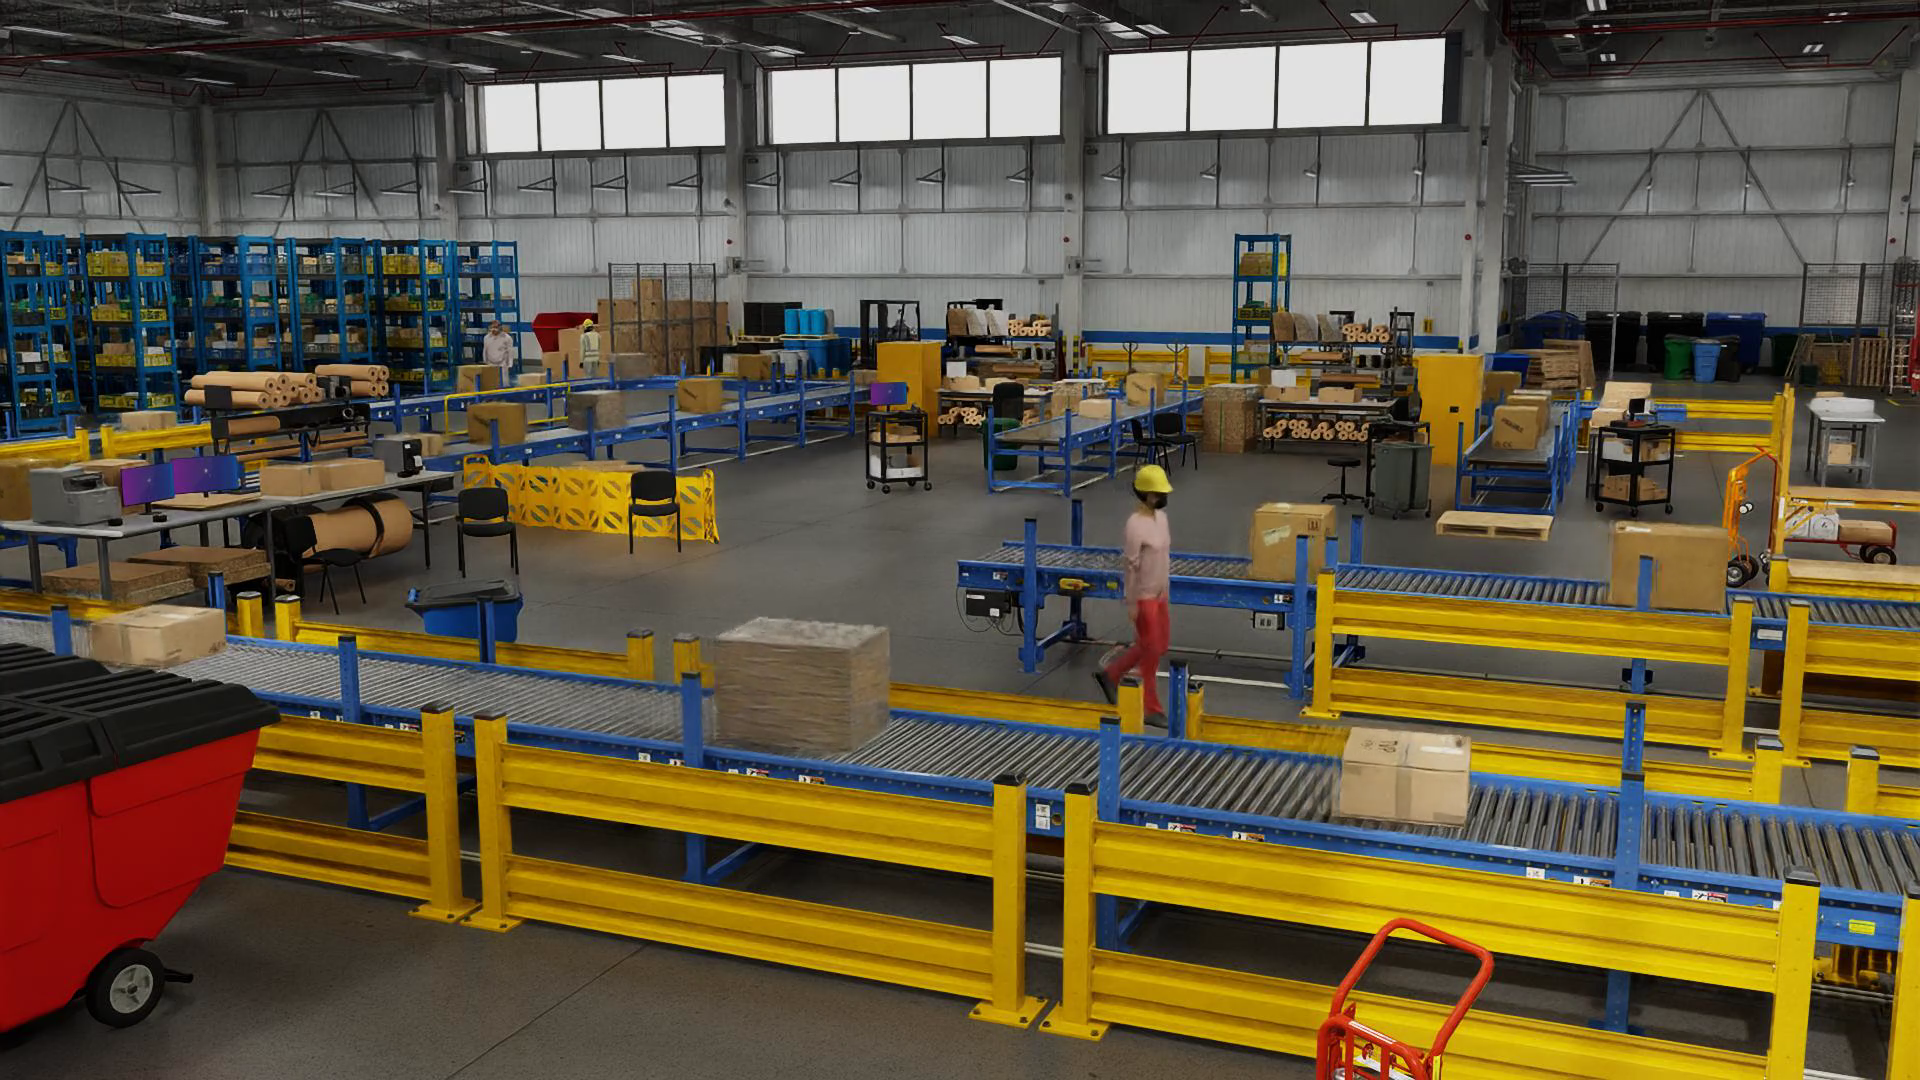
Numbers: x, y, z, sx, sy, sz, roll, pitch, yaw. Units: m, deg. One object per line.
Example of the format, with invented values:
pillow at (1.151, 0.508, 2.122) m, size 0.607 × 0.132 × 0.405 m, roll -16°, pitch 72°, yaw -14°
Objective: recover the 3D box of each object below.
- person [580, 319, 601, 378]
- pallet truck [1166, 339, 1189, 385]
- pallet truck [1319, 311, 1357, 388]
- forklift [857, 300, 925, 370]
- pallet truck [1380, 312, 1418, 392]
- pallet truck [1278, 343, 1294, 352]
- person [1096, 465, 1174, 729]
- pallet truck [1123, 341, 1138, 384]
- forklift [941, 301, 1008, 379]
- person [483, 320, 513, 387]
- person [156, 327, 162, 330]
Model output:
person at (-8.400, -4.091, 37.704) m, size 0.404 × 1.833 × 0.590 m, roll 6°, pitch 11°, yaw 33°
pallet truck at (5.418, -4.269, 40.420) m, size 0.704 × 1.261 × 1.522 m, roll 3°, pitch 10°, yaw 20°
pallet truck at (9.071, -4.419, 39.190) m, size 0.823 × 1.965 × 1.885 m, roll 5°, pitch 10°, yaw 26°
forklift at (-1.732, -5.109, 42.468) m, size 1.157 × 1.987 × 2.680 m, roll 4°, pitch 10°, yaw 22°
pallet truck at (10.207, -4.283, 38.369) m, size 0.823 × 1.965 × 1.885 m, roll 3°, pitch 10°, yaw 20°
pallet truck at (7.886, -4.163, 39.743) m, size 0.653 × 1.274 × 1.630 m, roll 4°, pitch 10°, yaw 22°
person at (1.189, 0.359, 10.986) m, size 0.583 × 1.745 × 0.534 m, roll 6°, pitch 11°, yaw 31°
pallet truck at (4.445, -4.380, 41.279) m, size 0.680 × 1.201 × 1.601 m, roll 4°, pitch 10°, yaw 22°
forklift at (0.365, -4.966, 41.571) m, size 1.157 × 1.987 × 2.680 m, roll 3°, pitch 10°, yaw 20°
person at (-9.679, -3.649, 34.824) m, size 0.642 × 1.901 × 0.399 m, roll 1°, pitch 9°, yaw 8°
person at (-17.881, -4.000, 37.170) m, size 0.569 × 1.831 × 0.411 m, roll -7°, pitch 12°, yaw -36°
